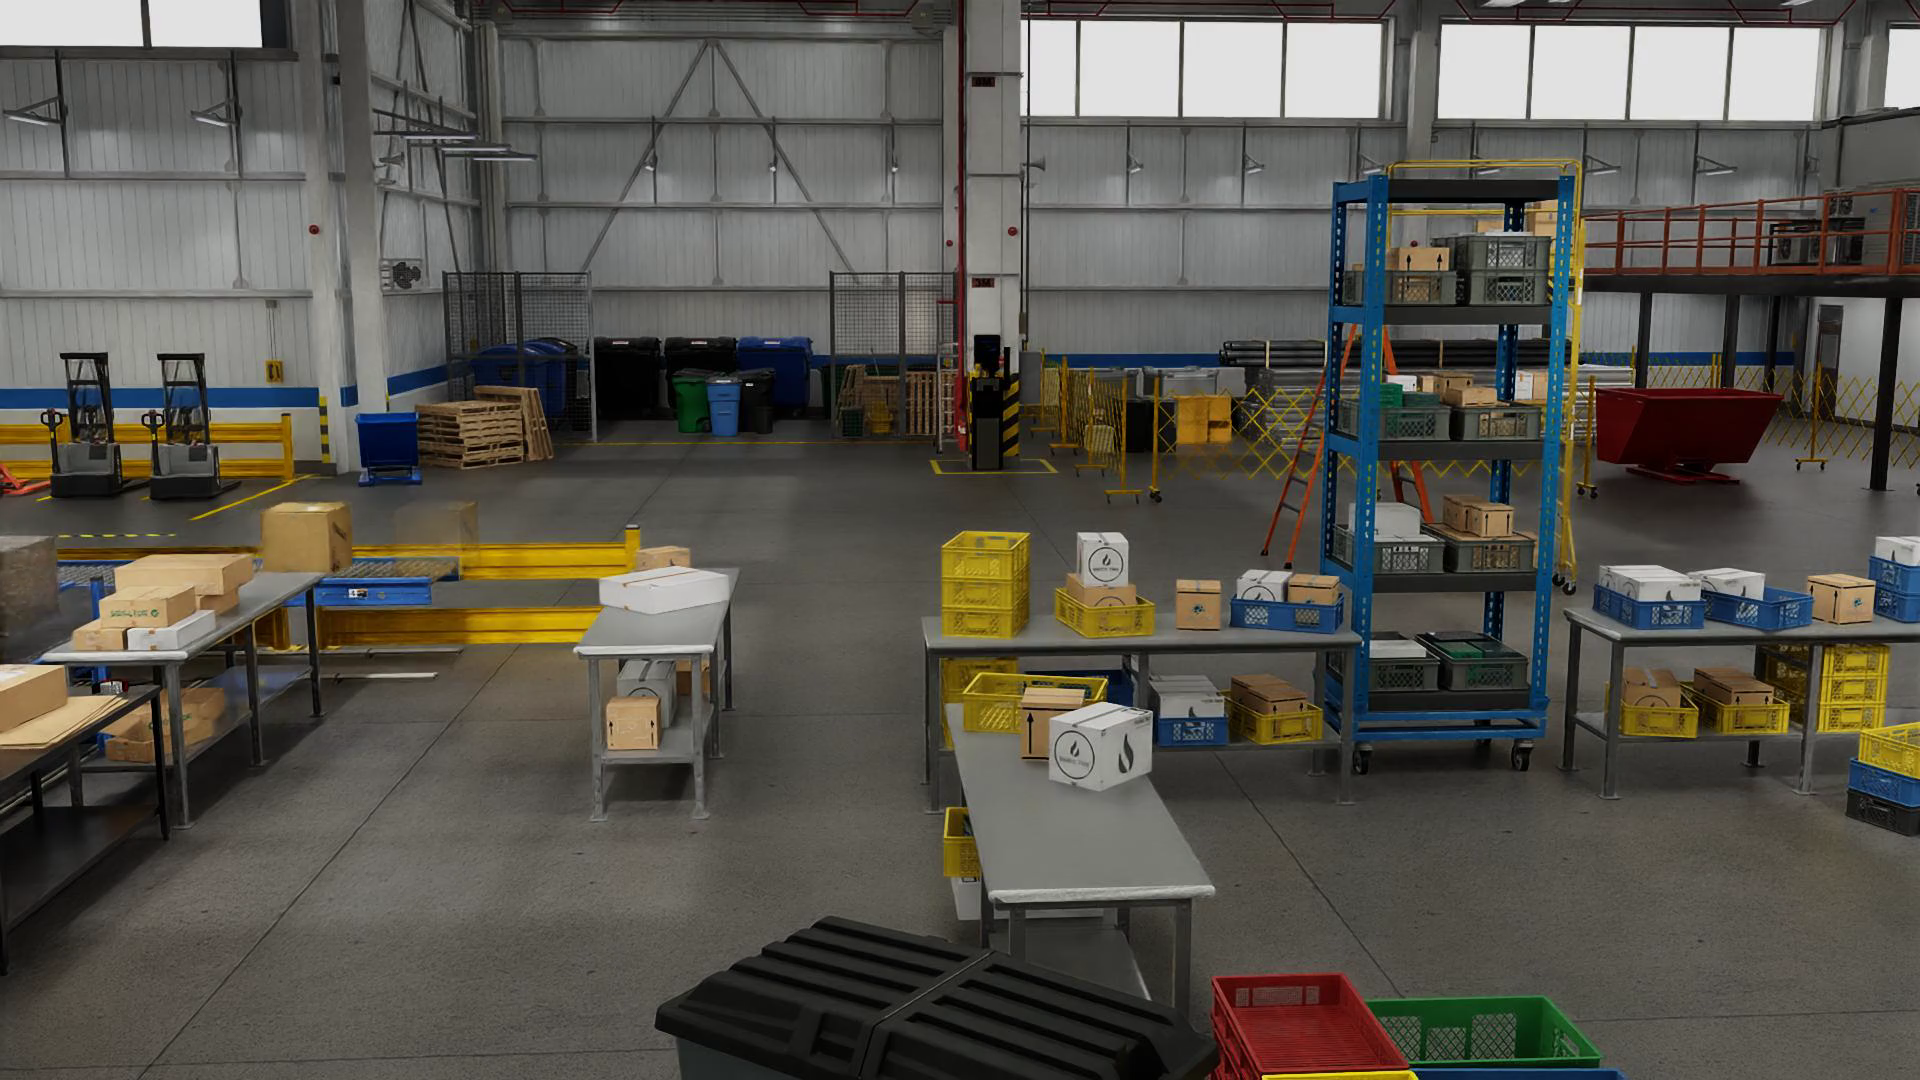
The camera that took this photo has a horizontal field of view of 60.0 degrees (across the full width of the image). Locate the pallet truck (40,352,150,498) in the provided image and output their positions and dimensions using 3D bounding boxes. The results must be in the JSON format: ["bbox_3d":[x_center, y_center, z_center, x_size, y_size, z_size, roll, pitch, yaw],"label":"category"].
[{"bbox_3d":[-11.907,-1.642,23.165,0.823,1.965,1.885,0,9,0],"label":"pallet truck"}]

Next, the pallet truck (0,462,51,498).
[{"bbox_3d":[-13.193,-1.293,23.148,0.653,1.274,1.630,-1,9,-4],"label":"pallet truck"}]

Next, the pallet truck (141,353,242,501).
[{"bbox_3d":[-10.520,-1.604,22.925,0.823,1.965,1.885,-1,9,-6],"label":"pallet truck"}]
